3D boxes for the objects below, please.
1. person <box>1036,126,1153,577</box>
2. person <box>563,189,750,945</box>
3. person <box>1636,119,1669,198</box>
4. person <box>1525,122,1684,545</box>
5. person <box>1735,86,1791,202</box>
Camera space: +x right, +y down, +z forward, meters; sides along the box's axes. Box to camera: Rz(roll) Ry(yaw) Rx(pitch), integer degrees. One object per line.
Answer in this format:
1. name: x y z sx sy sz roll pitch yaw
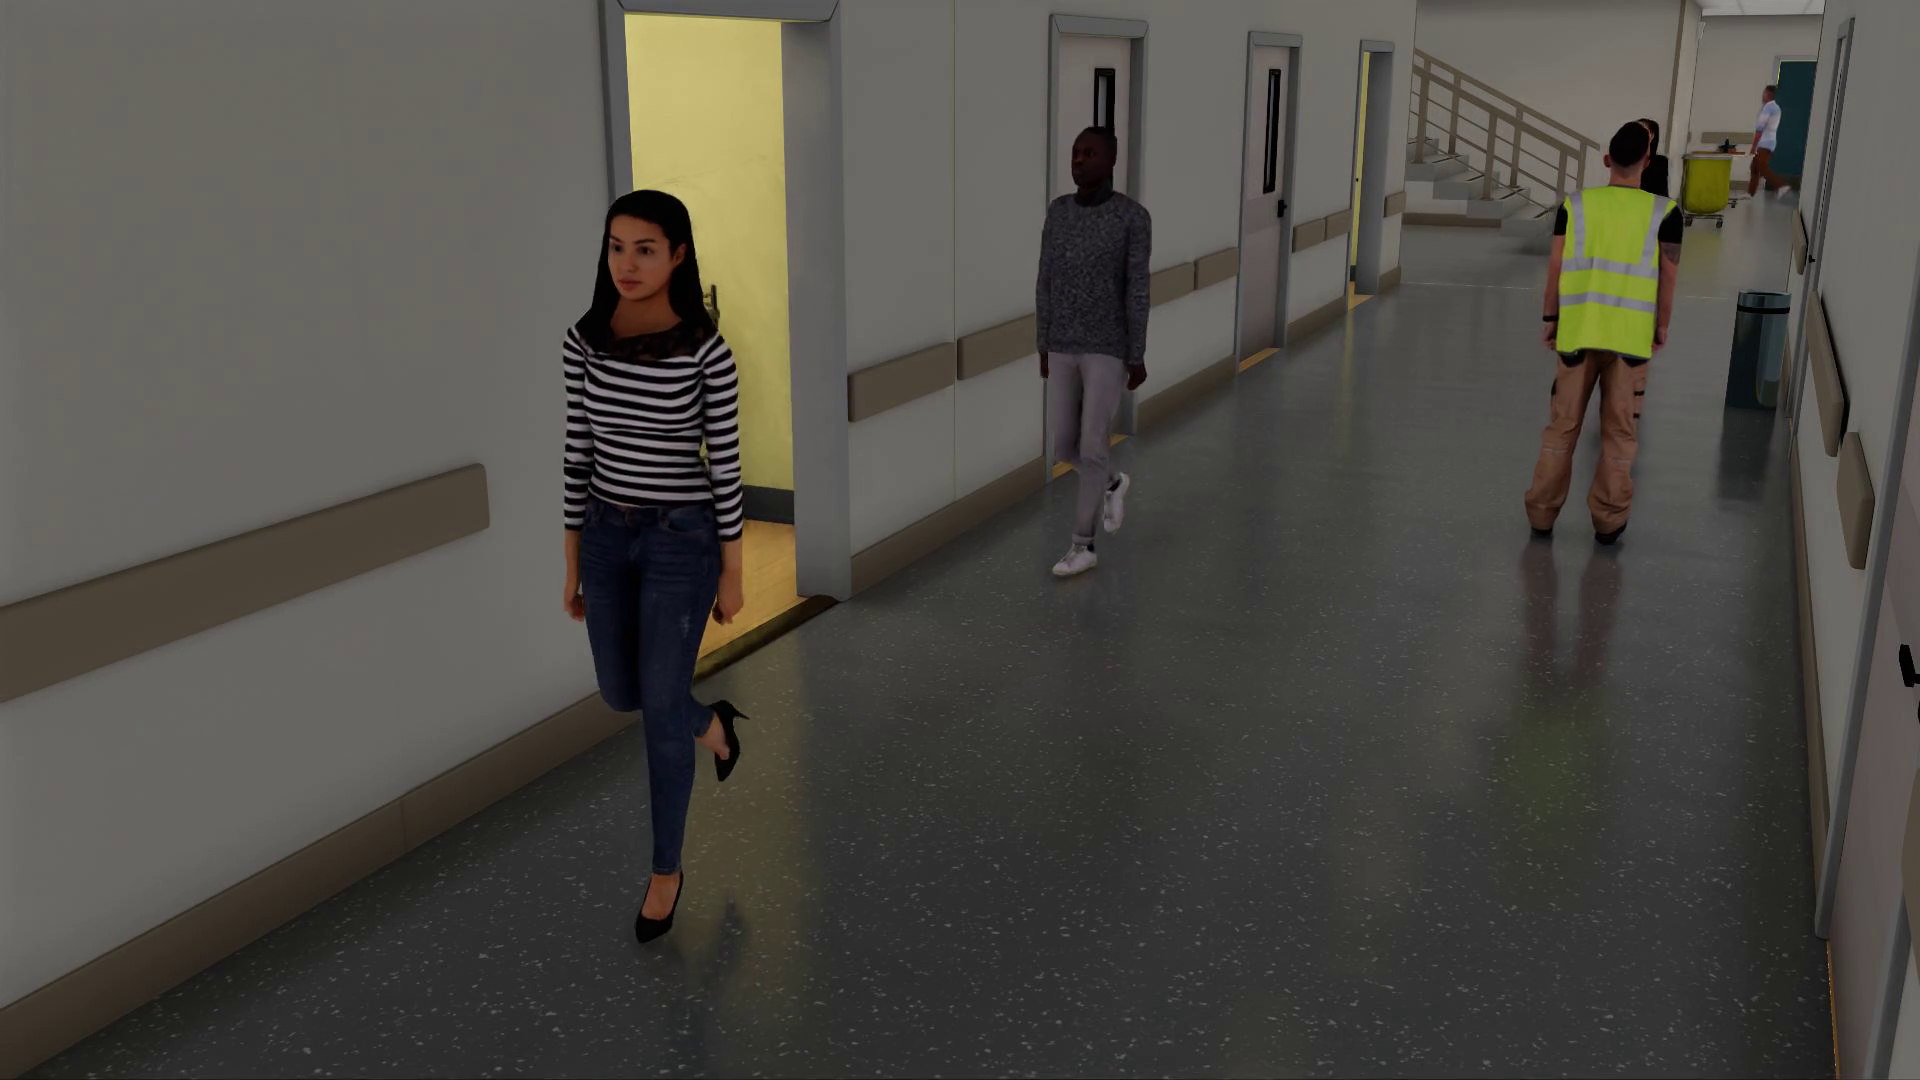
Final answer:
1. person: 0.600 -0.782 6.950 0.909 1.818 0.827 10 19 33
2. person: -0.715 0.055 4.057 0.918 1.777 0.749 4 16 14
3. person: 5.154 -2.322 12.628 0.703 1.699 0.751 13 21 39
4. person: 2.834 -0.897 7.335 0.618 1.830 0.746 7 17 23
5. person: 12.944 -6.309 26.580 1.171 1.804 0.891 14 21 40
